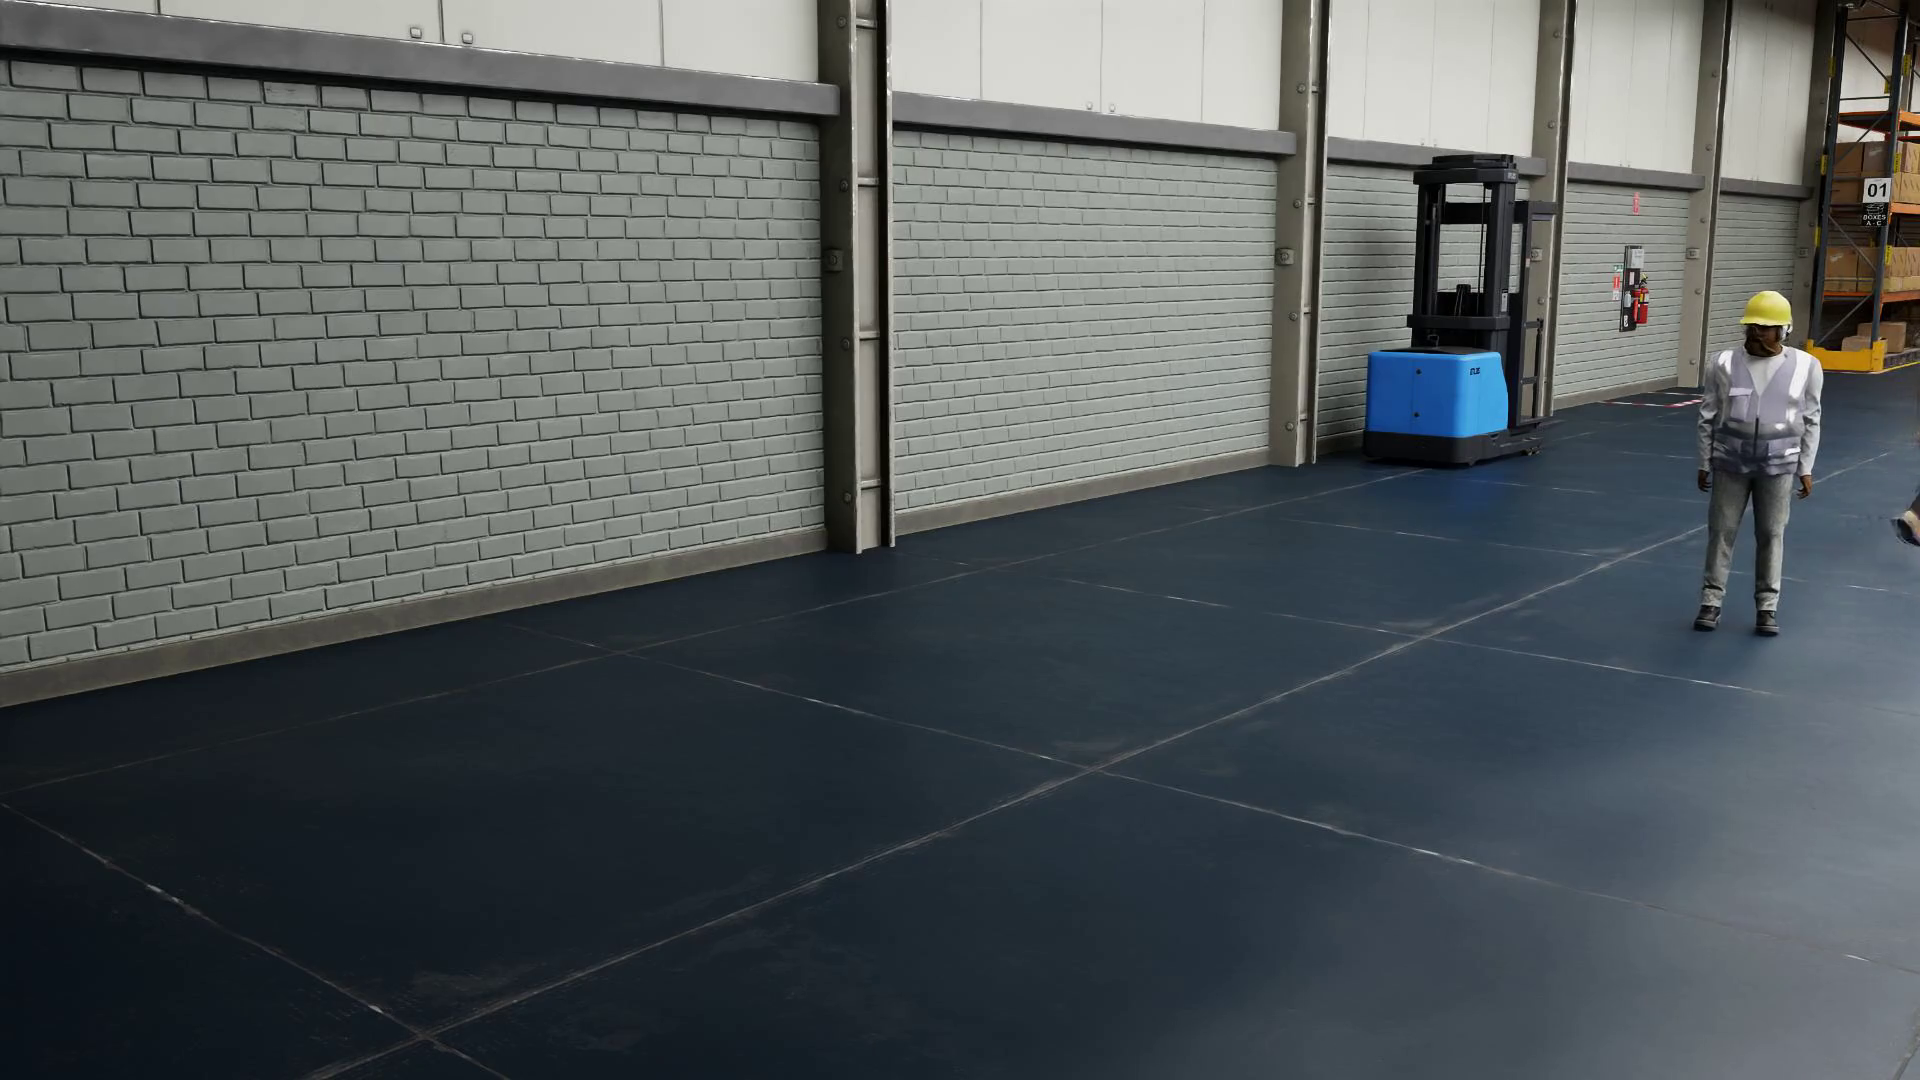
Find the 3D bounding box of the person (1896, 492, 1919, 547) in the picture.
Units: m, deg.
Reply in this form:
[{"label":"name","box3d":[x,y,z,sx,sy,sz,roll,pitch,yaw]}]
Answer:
[{"label":"person","box3d":[6.594,-0.784,11.013,0.475,1.828,0.538,-2,10,-13]}]

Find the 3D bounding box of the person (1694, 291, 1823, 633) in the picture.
[{"label":"person","box3d":[4.269,-0.415,8.925,0.592,1.828,0.404,5,11,27]}]

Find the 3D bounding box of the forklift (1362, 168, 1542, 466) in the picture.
[{"label":"forklift","box3d":[4.875,-2.212,16.287,1.129,2.768,1.873,8,13,40]}]
